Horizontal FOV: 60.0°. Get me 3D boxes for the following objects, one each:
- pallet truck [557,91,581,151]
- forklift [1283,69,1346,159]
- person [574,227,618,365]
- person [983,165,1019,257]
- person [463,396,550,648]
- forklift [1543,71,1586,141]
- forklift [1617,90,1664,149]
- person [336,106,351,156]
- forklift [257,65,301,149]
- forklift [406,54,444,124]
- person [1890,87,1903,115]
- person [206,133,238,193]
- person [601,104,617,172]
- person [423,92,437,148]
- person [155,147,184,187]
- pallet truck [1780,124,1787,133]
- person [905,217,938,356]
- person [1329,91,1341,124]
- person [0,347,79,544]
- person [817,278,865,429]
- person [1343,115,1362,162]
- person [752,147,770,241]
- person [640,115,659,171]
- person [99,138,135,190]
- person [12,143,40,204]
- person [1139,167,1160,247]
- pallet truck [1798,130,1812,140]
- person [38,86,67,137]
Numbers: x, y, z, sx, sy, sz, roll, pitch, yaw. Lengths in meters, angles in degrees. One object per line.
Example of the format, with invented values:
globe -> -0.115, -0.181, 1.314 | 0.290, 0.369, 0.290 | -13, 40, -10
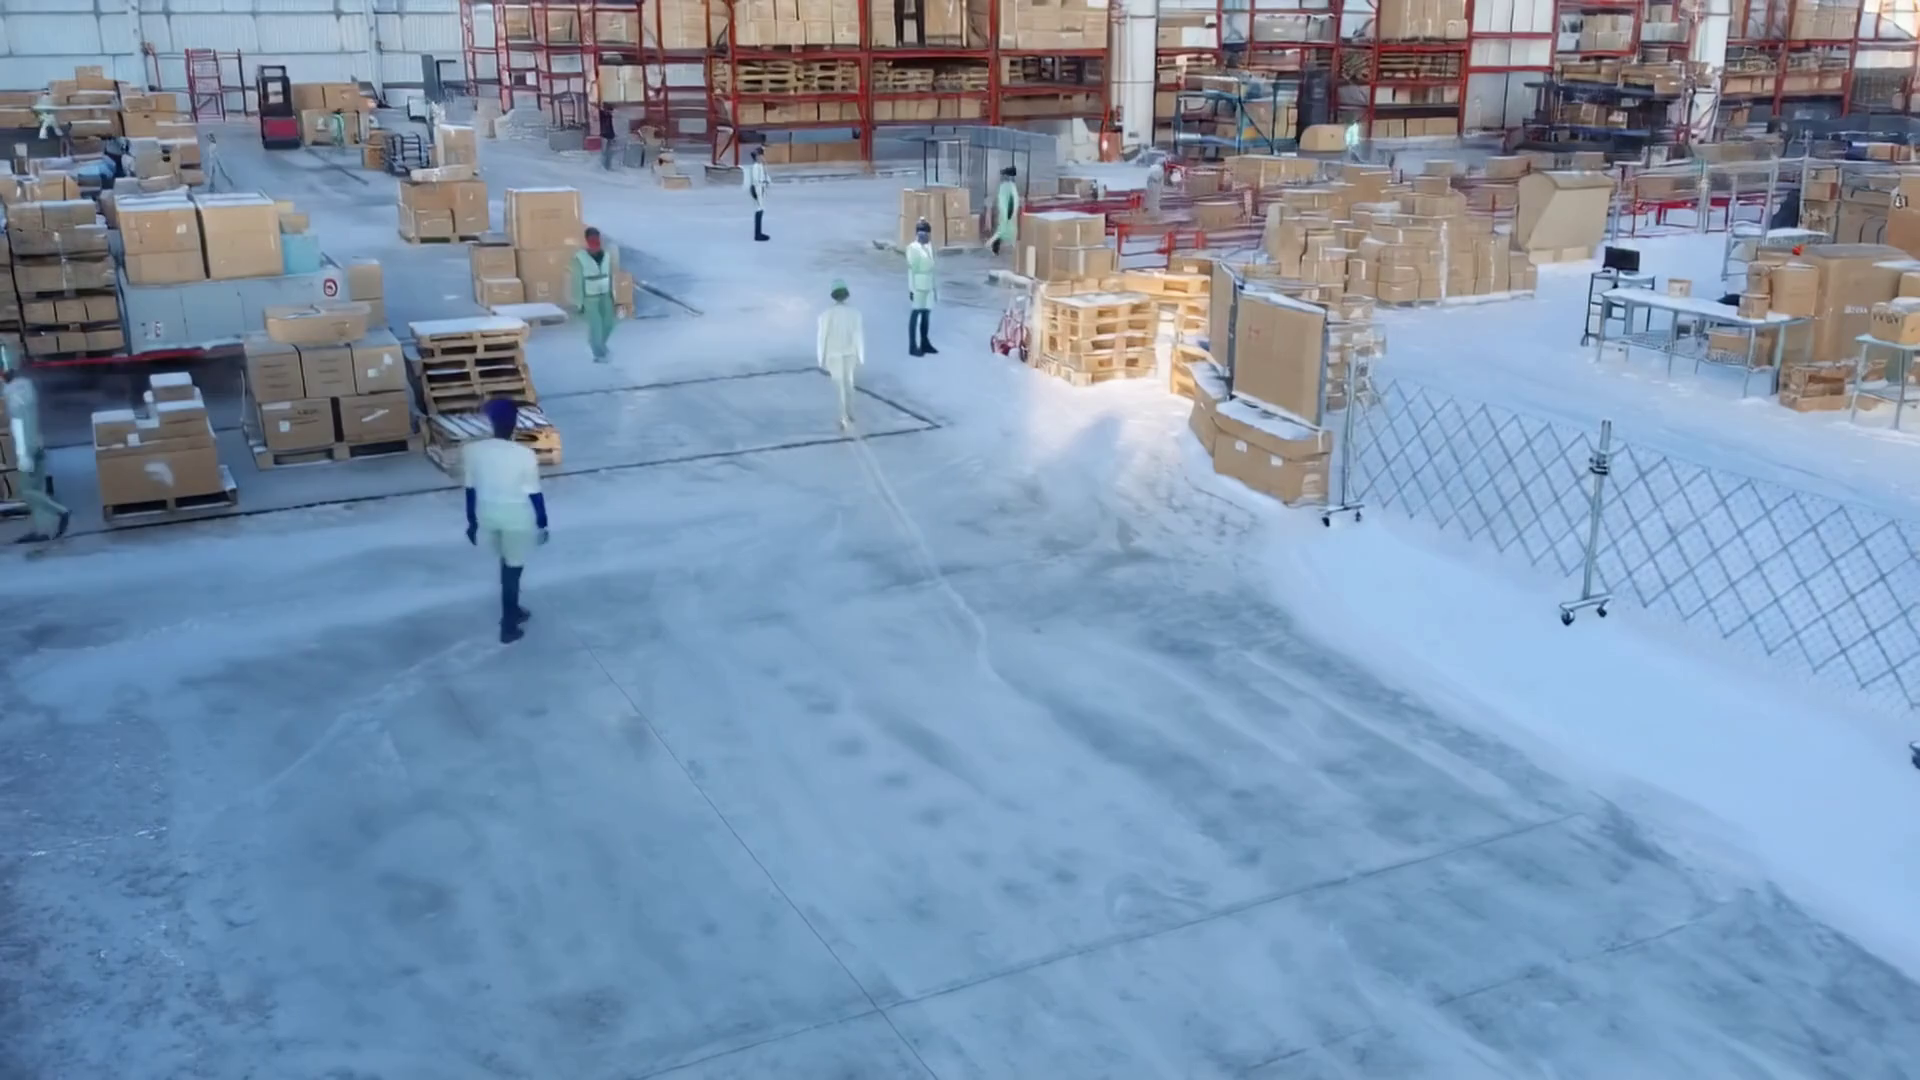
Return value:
pallet truck -> -13.495, -14.412, 57.188 | 0.823, 1.965, 1.885 | -3, 18, -9
forklift -> 11.615, -13.871, 54.079 | 1.129, 2.768, 1.873 | -9, 20, -27
person -> -4.986, -3.348, 22.848 | 0.464, 1.899, 0.615 | 16, 24, 41
person -> 0.868, -6.402, 32.519 | 0.720, 1.816, 0.605 | -6, 19, -19
person -> -3.470, -0.174, 12.890 | 0.636, 1.933, 0.769 | 6, 19, 18
forklift -> 18.685, -13.231, 52.085 | 1.873, 2.768, 1.129 | -9, 20, -26
forklift -> 23.009, -14.656, 56.526 | 1.873, 2.768, 1.129 | -9, 20, -26
person -> -20.351, -13.489, 54.913 | 0.377, 1.627, 0.516 | 4, 18, 11
forklift -> -23.798, -15.108, 57.934 | 1.129, 2.768, 1.873 | -9, 20, -26
forklift -> -22.481, -19.104, 70.392 | 1.873, 2.768, 1.129 | -9, 20, -26
person -> 37.097, -17.099, 66.022 | 0.942, 1.714, 0.536 | -9, 20, -27
person -> -19.468, -9.878, 43.664 | 0.730, 1.616, 0.515 | -12, 21, -33
person -> -10.497, -12.009, 49.701 | 0.397, 1.992, 0.621 | -7, 19, -21
person -> -18.623, -14.777, 58.472 | 0.396, 1.911, 0.588 | -11, 21, -32
person -> -17.252, -7.676, 36.468 | 0.856, 1.831, 0.497 | 9, 20, 25
pallet truck -> 25.206, -12.542, 52.601 | 1.601, 1.201, 0.680 | 0, 18, -2
person -> -0.520, -3.584, 23.525 | 0.368, 1.939, 0.542 | 14, 23, 38
person -> 13.304, -14.884, 58.802 | 0.821, 1.917, 0.555 | -8, 19, -23
person -> -8.470, -0.854, 15.164 | 0.499, 1.853, 0.518 | -4, 18, -13
person -> -1.417, -2.228, 19.635 | 0.549, 1.714, 0.892 | -3, 18, -10
person -> 11.864, -11.987, 50.164 | 0.847, 1.664, 0.530 | 14, 23, 37
person -> -4.206, -7.287, 35.070 | 0.375, 1.939, 0.546 | -2, 18, -7
person -> -9.299, -11.884, 49.870 | 0.807, 1.670, 0.552 | 12, 21, 32
person -> -18.451, -7.777, 36.433 | 0.689, 2.000, 0.537 | -16, 24, -41
person -> -20.767, -7.884, 37.022 | 0.574, 1.884, 0.356 | 1, 18, 2
person -> 3.963, -6.868, 34.272 | 0.574, 1.616, 0.514 | -8, 19, -23
pallet truck -> 25.526, -11.556, 49.408 | 1.630, 1.274, 0.653 | -9, 20, -26
person -> -34.551, -16.213, 62.983 | 0.554, 1.894, 1.006 | 13, 22, 36
